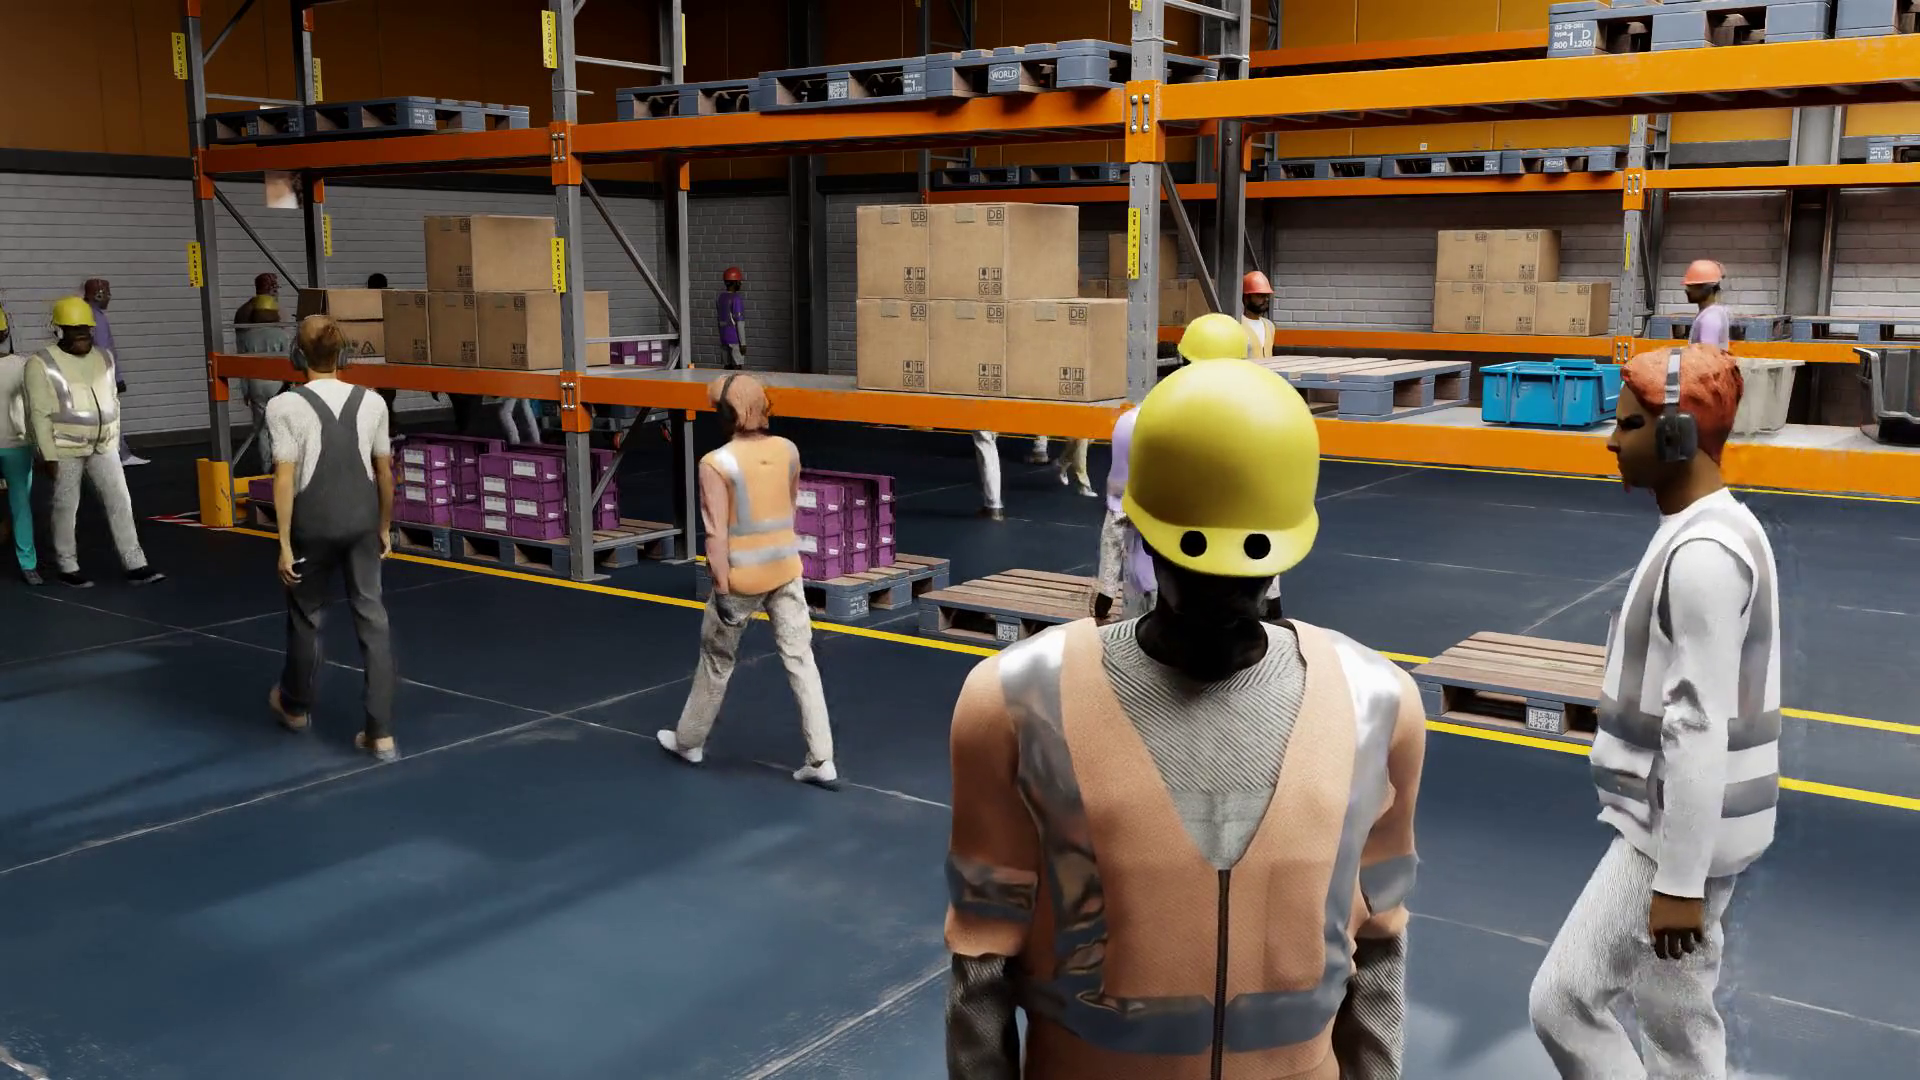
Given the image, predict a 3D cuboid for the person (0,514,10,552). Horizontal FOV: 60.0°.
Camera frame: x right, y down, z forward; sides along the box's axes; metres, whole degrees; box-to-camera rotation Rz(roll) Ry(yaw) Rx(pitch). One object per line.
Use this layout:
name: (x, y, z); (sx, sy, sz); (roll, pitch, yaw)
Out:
person: (-6.791, -0.695, 11.247); (0.559, 1.673, 0.380); (-2, 10, -9)

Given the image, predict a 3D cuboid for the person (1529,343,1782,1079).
person: (1.347, 0.557, 3.237); (0.480, 1.867, 0.601); (4, 10, 24)

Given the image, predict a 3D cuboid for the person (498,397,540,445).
person: (-4.236, -1.539, 15.790); (0.484, 1.841, 0.642); (-3, 10, -17)

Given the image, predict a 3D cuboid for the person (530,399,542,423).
person: (-5.085, -2.389, 20.954); (0.594, 1.800, 0.907); (9, 13, 41)

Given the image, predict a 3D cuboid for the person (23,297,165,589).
person: (-5.279, -0.566, 10.114); (0.842, 1.795, 0.627); (5, 11, 28)

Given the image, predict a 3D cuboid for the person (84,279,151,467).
person: (-8.367, -1.577, 16.017); (0.872, 1.863, 0.661); (-7, 12, -35)

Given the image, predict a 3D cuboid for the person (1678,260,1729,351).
person: (5.811, -1.175, 13.068); (0.454, 2.024, 0.632); (4, 10, 22)

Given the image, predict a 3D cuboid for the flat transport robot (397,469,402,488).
flat transport robot: (-4.568, -0.490, 14.218); (1.431, 0.197, 0.652); (-3, 10, -18)

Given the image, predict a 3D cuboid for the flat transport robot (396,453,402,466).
flat transport robot: (-5.148, -0.639, 15.103); (0.652, 0.197, 1.431); (-3, 10, -18)

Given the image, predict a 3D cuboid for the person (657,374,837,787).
person: (-0.812, 0.153, 6.474); (0.877, 1.591, 0.527); (9, 13, 43)

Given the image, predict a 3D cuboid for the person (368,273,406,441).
person: (-6.457, -1.995, 18.436); (0.601, 1.871, 0.805); (4, 10, 24)

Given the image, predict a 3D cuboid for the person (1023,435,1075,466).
person: (0.933, -1.711, 16.450); (0.638, 1.958, 0.663); (-7, 12, -35)

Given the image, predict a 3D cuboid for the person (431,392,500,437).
person: (-4.528, -1.484, 15.250); (0.633, 1.952, 1.016); (2, 10, 11)

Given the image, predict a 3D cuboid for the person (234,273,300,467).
person: (-6.740, -1.656, 16.304); (0.652, 1.906, 0.403); (3, 10, 17)

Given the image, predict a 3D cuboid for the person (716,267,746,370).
person: (-3.025, -2.669, 22.244); (0.358, 1.938, 0.545); (-8, 12, -40)

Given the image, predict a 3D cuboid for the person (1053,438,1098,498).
person: (1.012, -1.199, 14.472); (0.518, 1.608, 0.708); (-7, 12, -36)

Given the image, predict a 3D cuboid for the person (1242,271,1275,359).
person: (2.251, -1.099, 12.876); (0.545, 1.942, 0.354); (-8, 13, -40)

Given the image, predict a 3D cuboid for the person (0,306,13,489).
person: (-8.650, -1.451, 14.682); (0.536, 2.000, 0.700); (-6, 12, -34)

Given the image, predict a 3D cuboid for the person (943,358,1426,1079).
person: (0.274, 0.740, 2.004); (0.585, 1.916, 0.388); (-1, 10, -8)

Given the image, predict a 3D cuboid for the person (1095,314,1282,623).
person: (0.837, 0.122, 5.919); (0.612, 1.838, 1.084); (-4, 10, -21)

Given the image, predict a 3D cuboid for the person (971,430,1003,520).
person: (0.180, -1.094, 13.093); (0.589, 1.865, 0.603); (-8, 12, -38)

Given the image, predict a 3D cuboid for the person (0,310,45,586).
person: (-5.930, -0.569, 10.255); (0.525, 1.765, 0.329); (-6, 11, -32)

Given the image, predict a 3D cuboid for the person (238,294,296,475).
person: (-6.214, -1.346, 14.976); (0.514, 1.725, 0.372); (0, 10, -1)

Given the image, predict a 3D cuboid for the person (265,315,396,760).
person: (-2.625, -0.028, 6.930); (0.540, 1.794, 0.949); (-8, 12, -40)
